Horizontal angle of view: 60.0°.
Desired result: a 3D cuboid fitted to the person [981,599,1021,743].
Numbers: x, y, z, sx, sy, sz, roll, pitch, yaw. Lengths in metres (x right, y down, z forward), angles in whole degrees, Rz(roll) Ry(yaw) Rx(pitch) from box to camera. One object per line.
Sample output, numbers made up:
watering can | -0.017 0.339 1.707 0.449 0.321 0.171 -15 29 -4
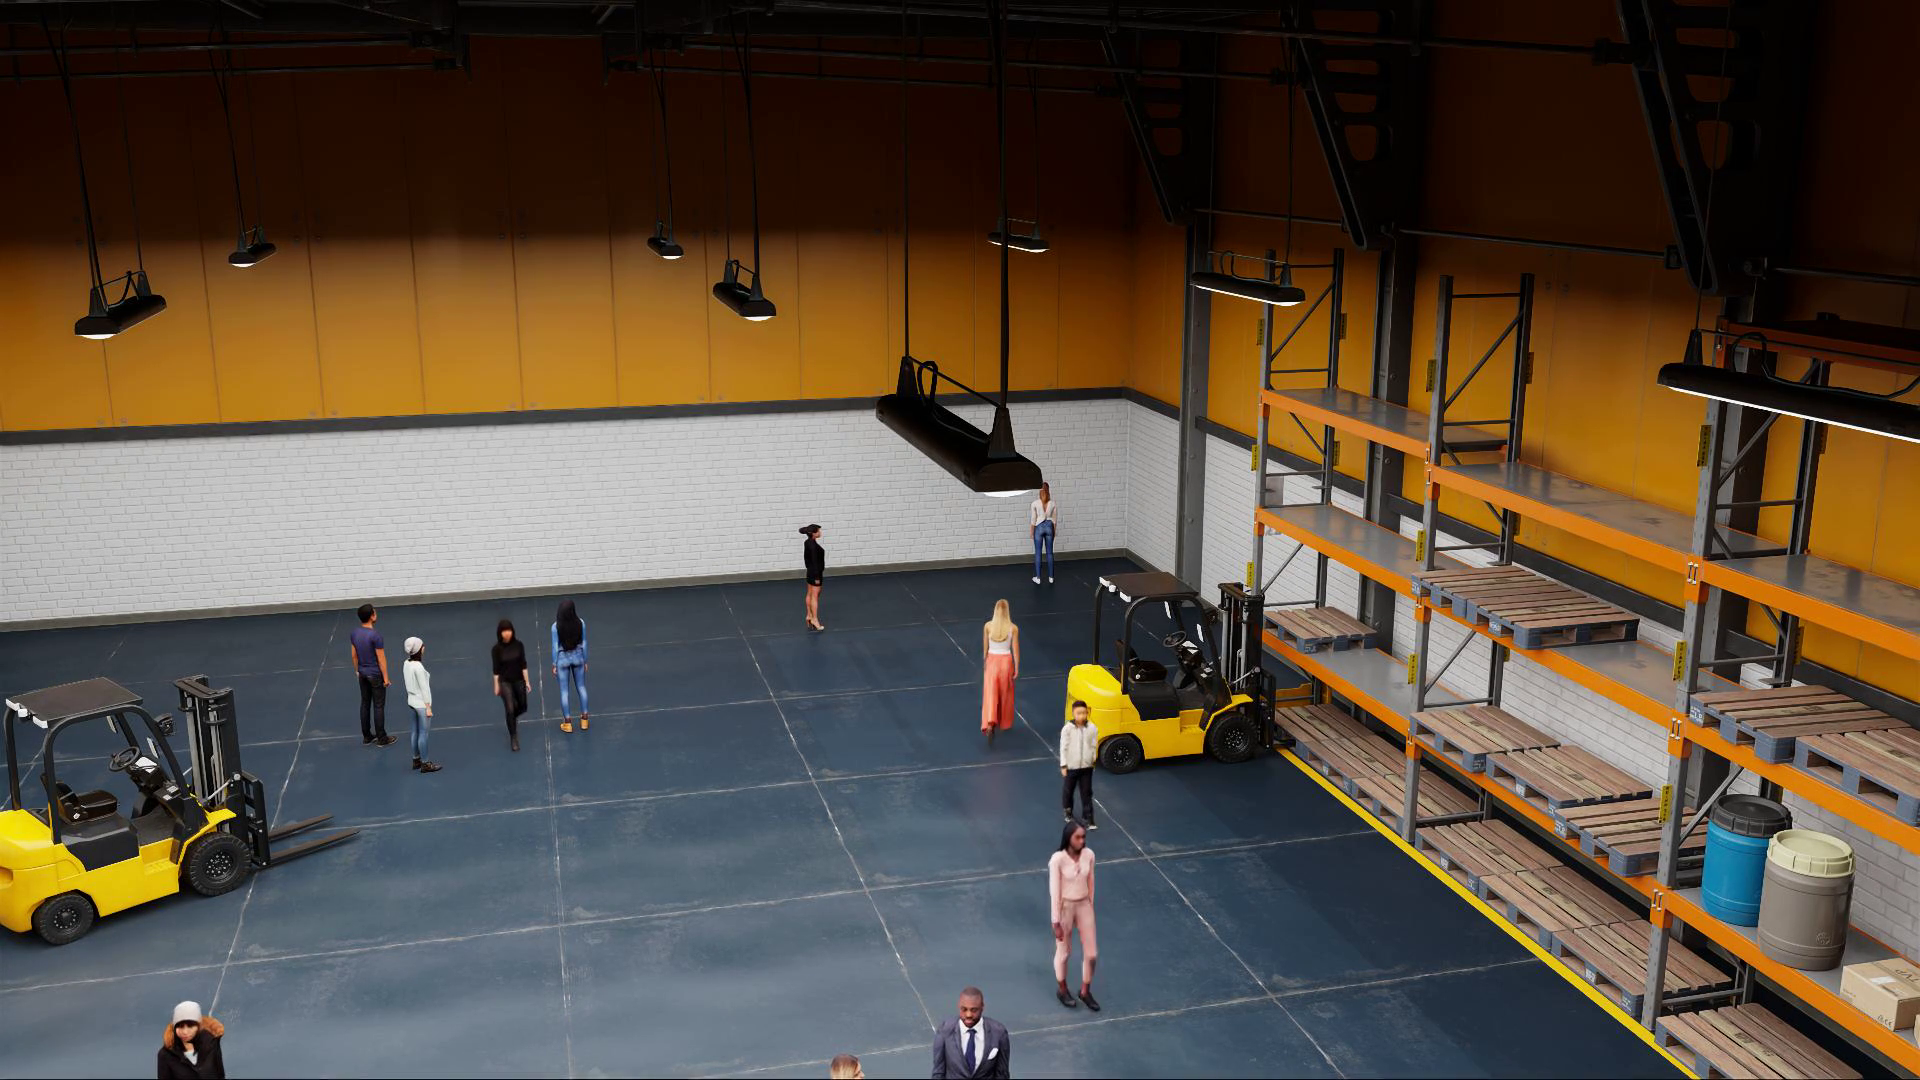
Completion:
person | 0.463 1.635 20.580 0.943 1.776 1.191 3 14 11

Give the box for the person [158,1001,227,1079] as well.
person | -5.256 3.922 11.438 0.723 1.635 0.741 -12 18 -42

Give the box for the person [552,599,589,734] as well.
person | -4.912 1.570 20.987 0.648 1.712 0.588 -7 15 -27

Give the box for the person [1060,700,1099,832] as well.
person | 1.257 2.425 18.080 0.636 1.419 0.924 -3 14 -11

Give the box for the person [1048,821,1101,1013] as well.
person | 0.906 3.194 14.292 0.670 1.706 0.720 -6 15 -23

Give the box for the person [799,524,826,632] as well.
person | -2.219 0.553 25.341 0.668 1.640 0.580 -5 15 -21

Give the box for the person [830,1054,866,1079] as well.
person | -0.725 4.074 10.720 0.659 1.677 0.497 1 14 3

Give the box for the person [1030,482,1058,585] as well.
person | 1.409 -0.132 27.999 0.619 1.720 0.521 -3 14 -11

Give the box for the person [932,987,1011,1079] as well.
person | 0.066 3.863 11.280 0.752 1.824 0.702 0 14 0

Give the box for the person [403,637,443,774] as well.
person | -6.387 1.927 19.655 0.707 1.645 0.589 -13 19 -43

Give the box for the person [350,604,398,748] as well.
person | -7.254 1.656 20.461 0.714 1.793 0.735 5 15 21

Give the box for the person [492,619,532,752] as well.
person | -5.528 1.743 20.456 0.722 1.625 0.961 -7 15 -28
